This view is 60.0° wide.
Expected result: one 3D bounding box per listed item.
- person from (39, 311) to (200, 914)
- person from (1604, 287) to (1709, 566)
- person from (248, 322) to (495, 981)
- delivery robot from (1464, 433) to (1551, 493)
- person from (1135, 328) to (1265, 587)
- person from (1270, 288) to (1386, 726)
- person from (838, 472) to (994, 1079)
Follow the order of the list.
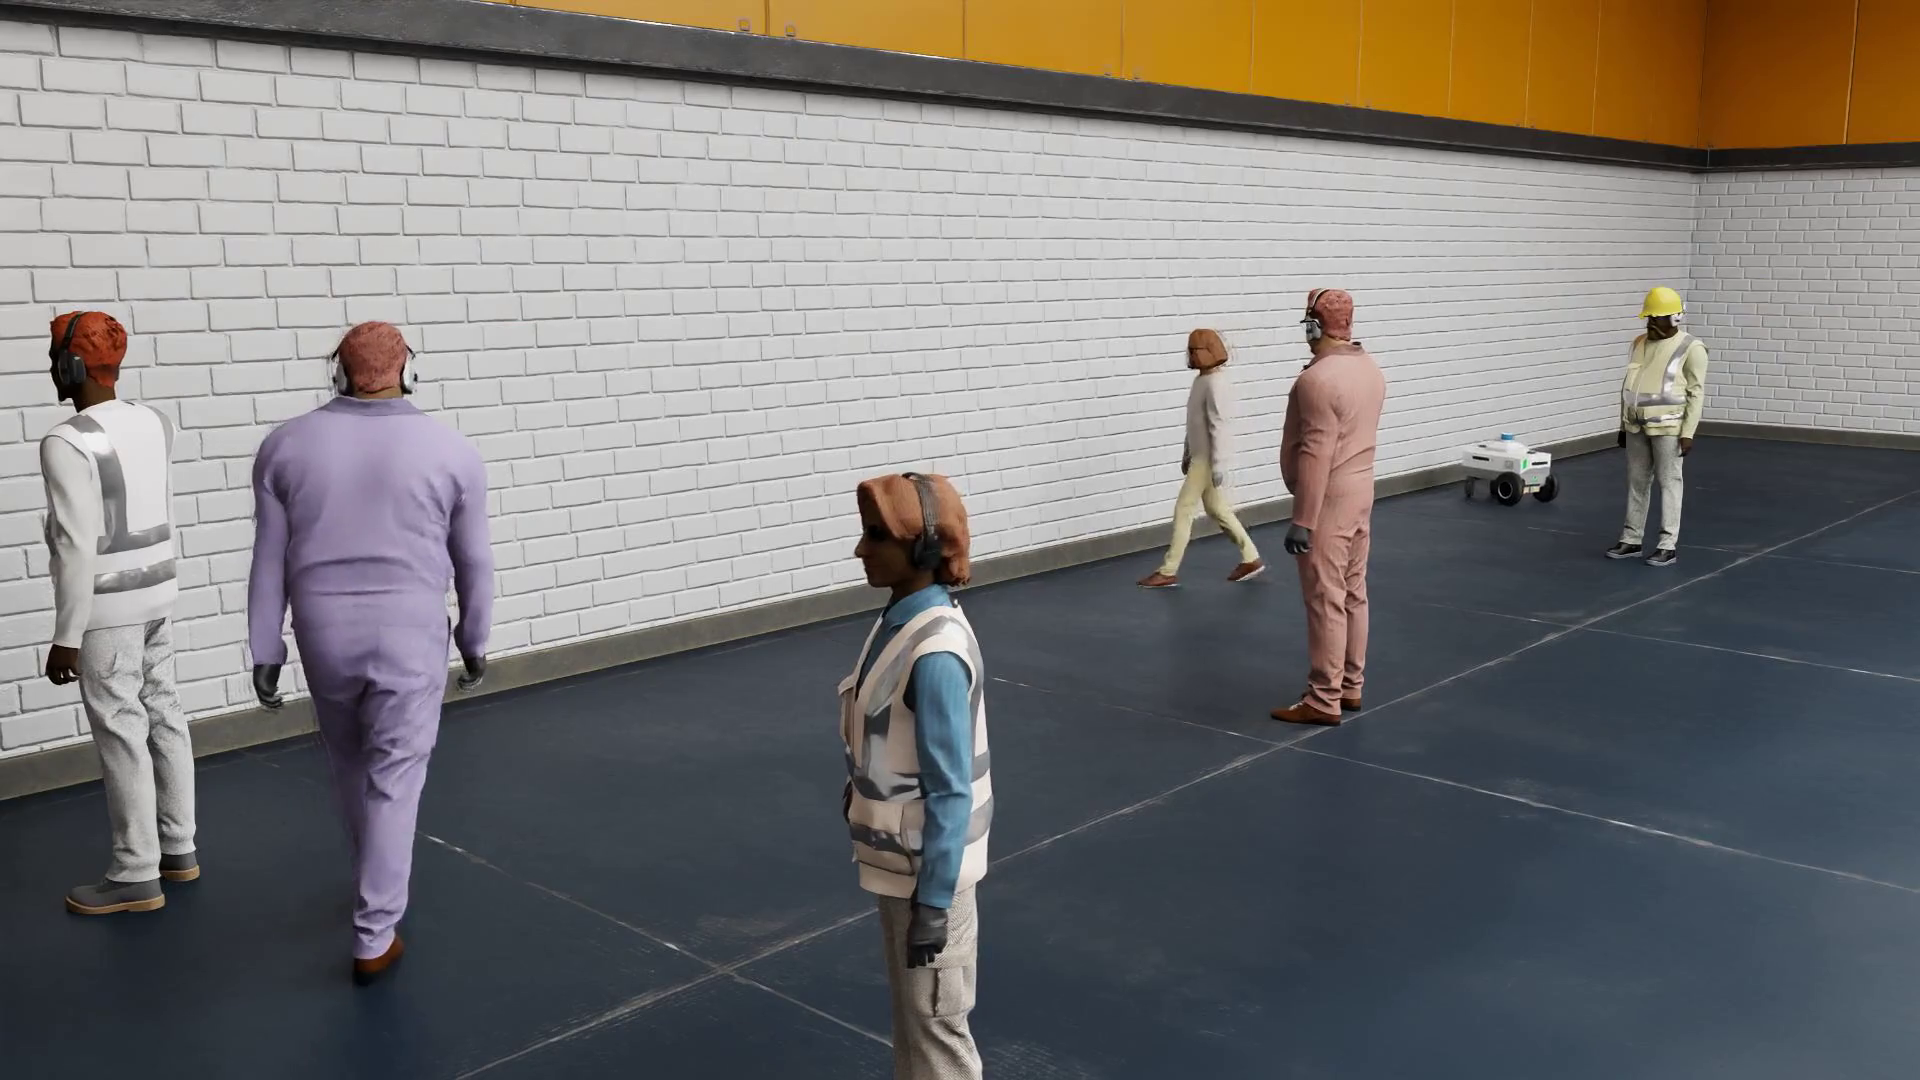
[{"bbox_3d":[-2.655,0.230,5.221,0.355,1.882,0.573,1,10,4],"label":"person"},{"bbox_3d":[4.576,-0.745,10.947,0.403,1.822,0.589,-5,11,-28],"label":"person"},{"bbox_3d":[-1.708,0.292,4.936,0.663,1.851,0.894,-1,10,-5],"label":"person"},{"bbox_3d":[4.494,-0.640,13.684,0.477,0.478,0.707,-5,11,-29],"label":"delivery robot"},{"bbox_3d":[1.517,-0.504,10.220,0.820,1.596,0.512,0,10,-1],"label":"person"},{"bbox_3d":[1.592,-0.141,7.277,0.399,1.905,0.642,7,12,35],"label":"person"},{"bbox_3d":[-0.087,0.673,3.396,0.306,1.639,0.523,-2,10,-12],"label":"person"}]
